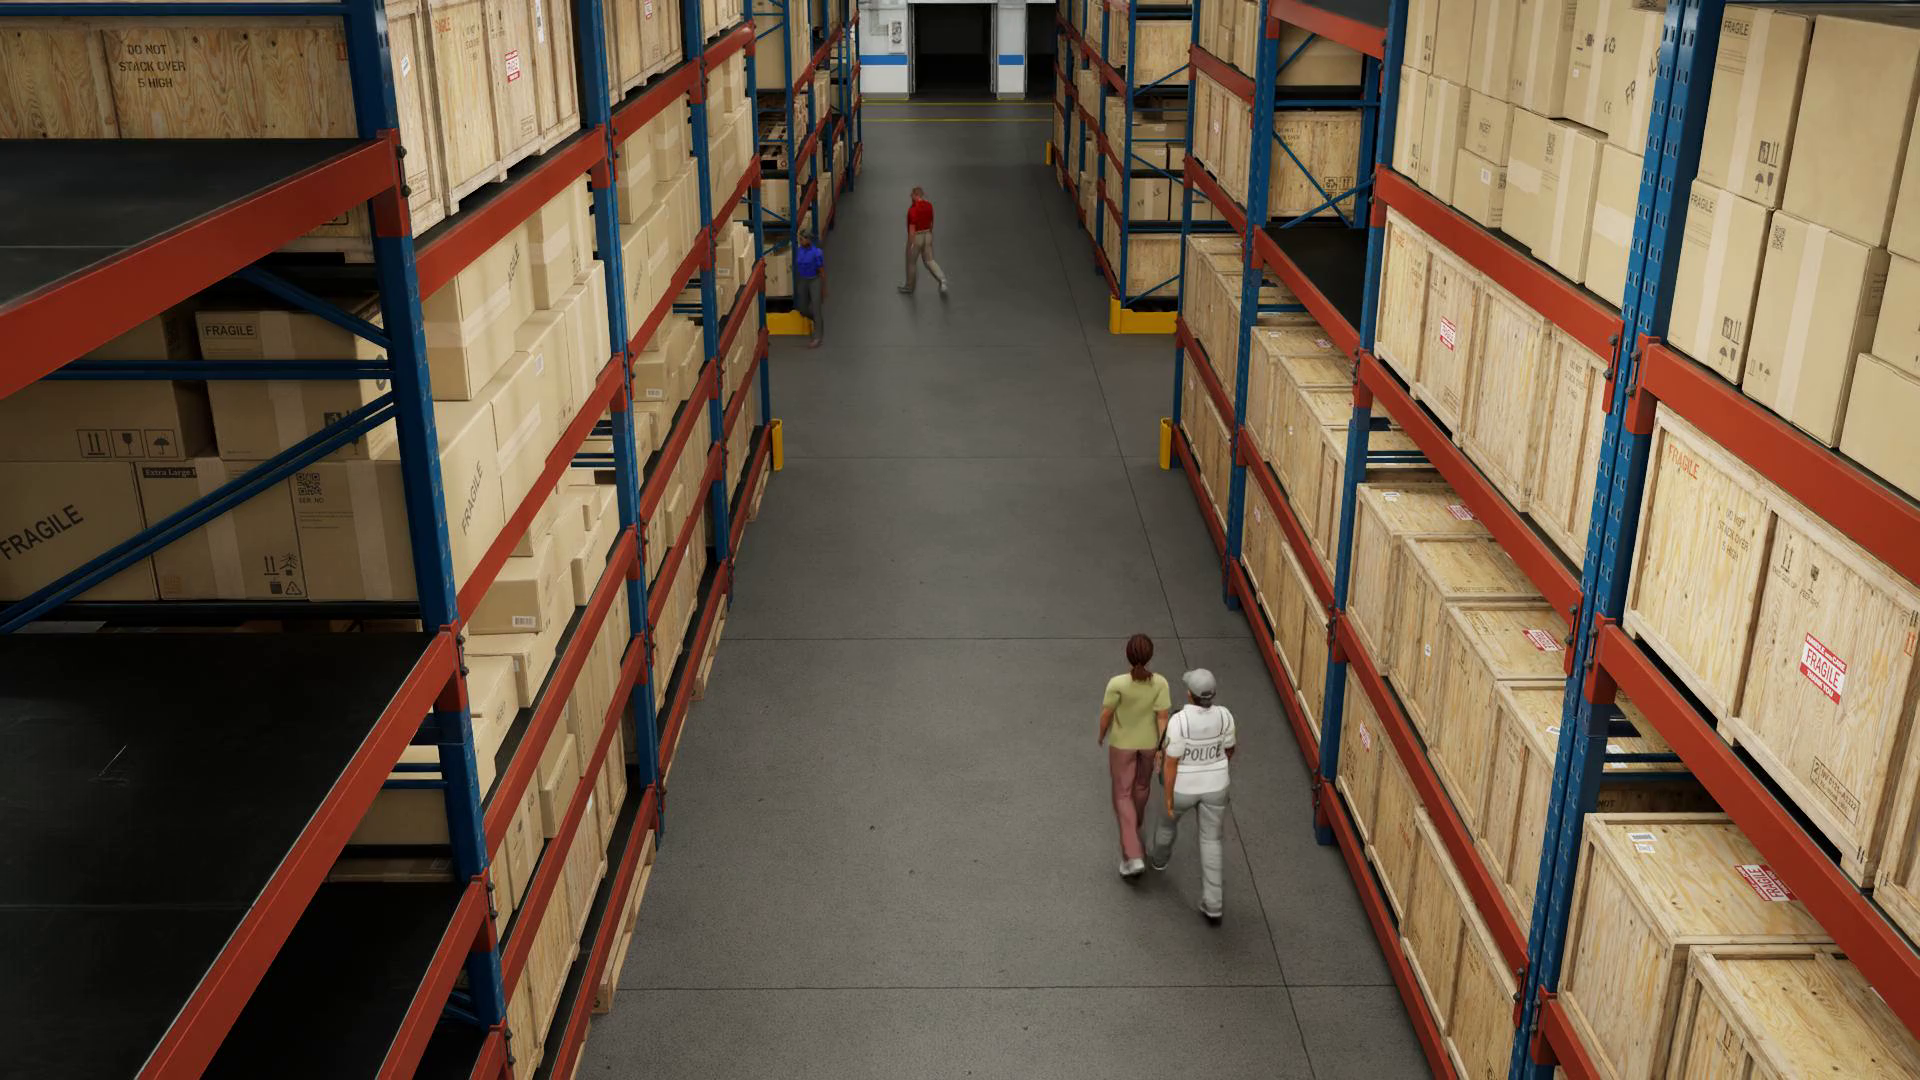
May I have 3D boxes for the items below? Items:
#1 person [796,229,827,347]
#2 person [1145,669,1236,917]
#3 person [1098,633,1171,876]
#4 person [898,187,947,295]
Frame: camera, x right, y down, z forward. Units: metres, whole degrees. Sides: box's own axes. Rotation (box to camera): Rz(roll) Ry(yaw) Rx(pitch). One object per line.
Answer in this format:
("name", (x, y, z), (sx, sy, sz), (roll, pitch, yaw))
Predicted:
("person", (-2.114, -3.672, 23.990), (0.472, 1.652, 0.693), (13, 25, 29))
("person", (1.515, 1.544, 10.749), (0.501, 1.622, 0.970), (-3, 22, -8))
("person", (1.160, 1.377, 11.155), (0.447, 1.640, 0.963), (-4, 22, -9))
("person", (-0.630, -4.818, 26.782), (0.541, 1.719, 0.894), (-18, 28, -39))
